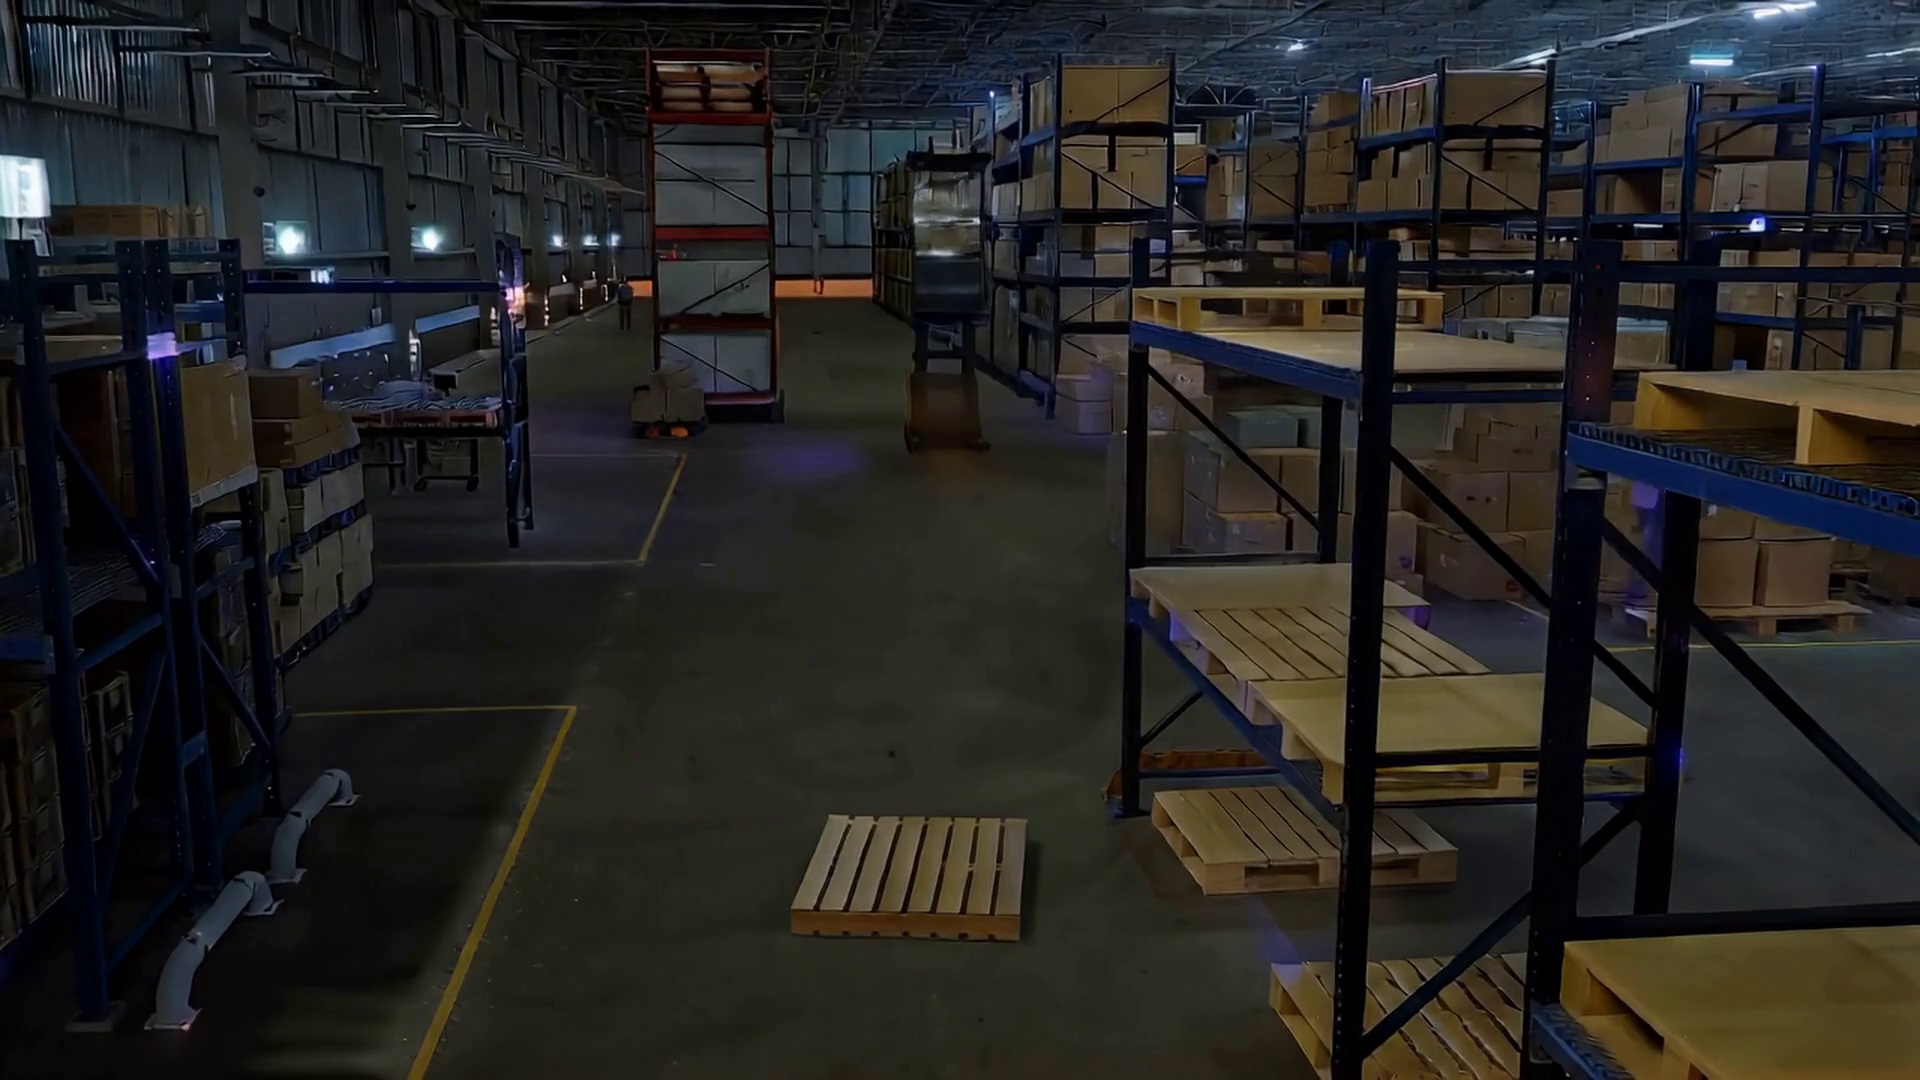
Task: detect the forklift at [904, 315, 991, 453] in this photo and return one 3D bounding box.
[{"bbox_3d":[-0.219,-2.749,24.165,1.129,2.768,1.873,-1,10,-6],"label":"forklift"}]

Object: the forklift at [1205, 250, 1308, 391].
[{"bbox_3d":[6.005,-4.441,33.541,1.873,2.768,1.129,-1,10,-6],"label":"forklift"}]

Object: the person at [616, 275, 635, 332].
[{"bbox_3d":[-11.131,-7.867,55.344,0.622,1.860,1.010,-3,11,-16],"label":"person"}]

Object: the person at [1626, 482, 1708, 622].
[{"bbox_3d":[5.635,-0.238,13.021,0.880,1.878,0.602,1,10,6],"label":"person"}]

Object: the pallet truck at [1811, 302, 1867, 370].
[{"bbox_3d":[15.846,-3.142,28.793,1.885,1.965,0.823,2,10,12],"label":"pallet truck"}]
